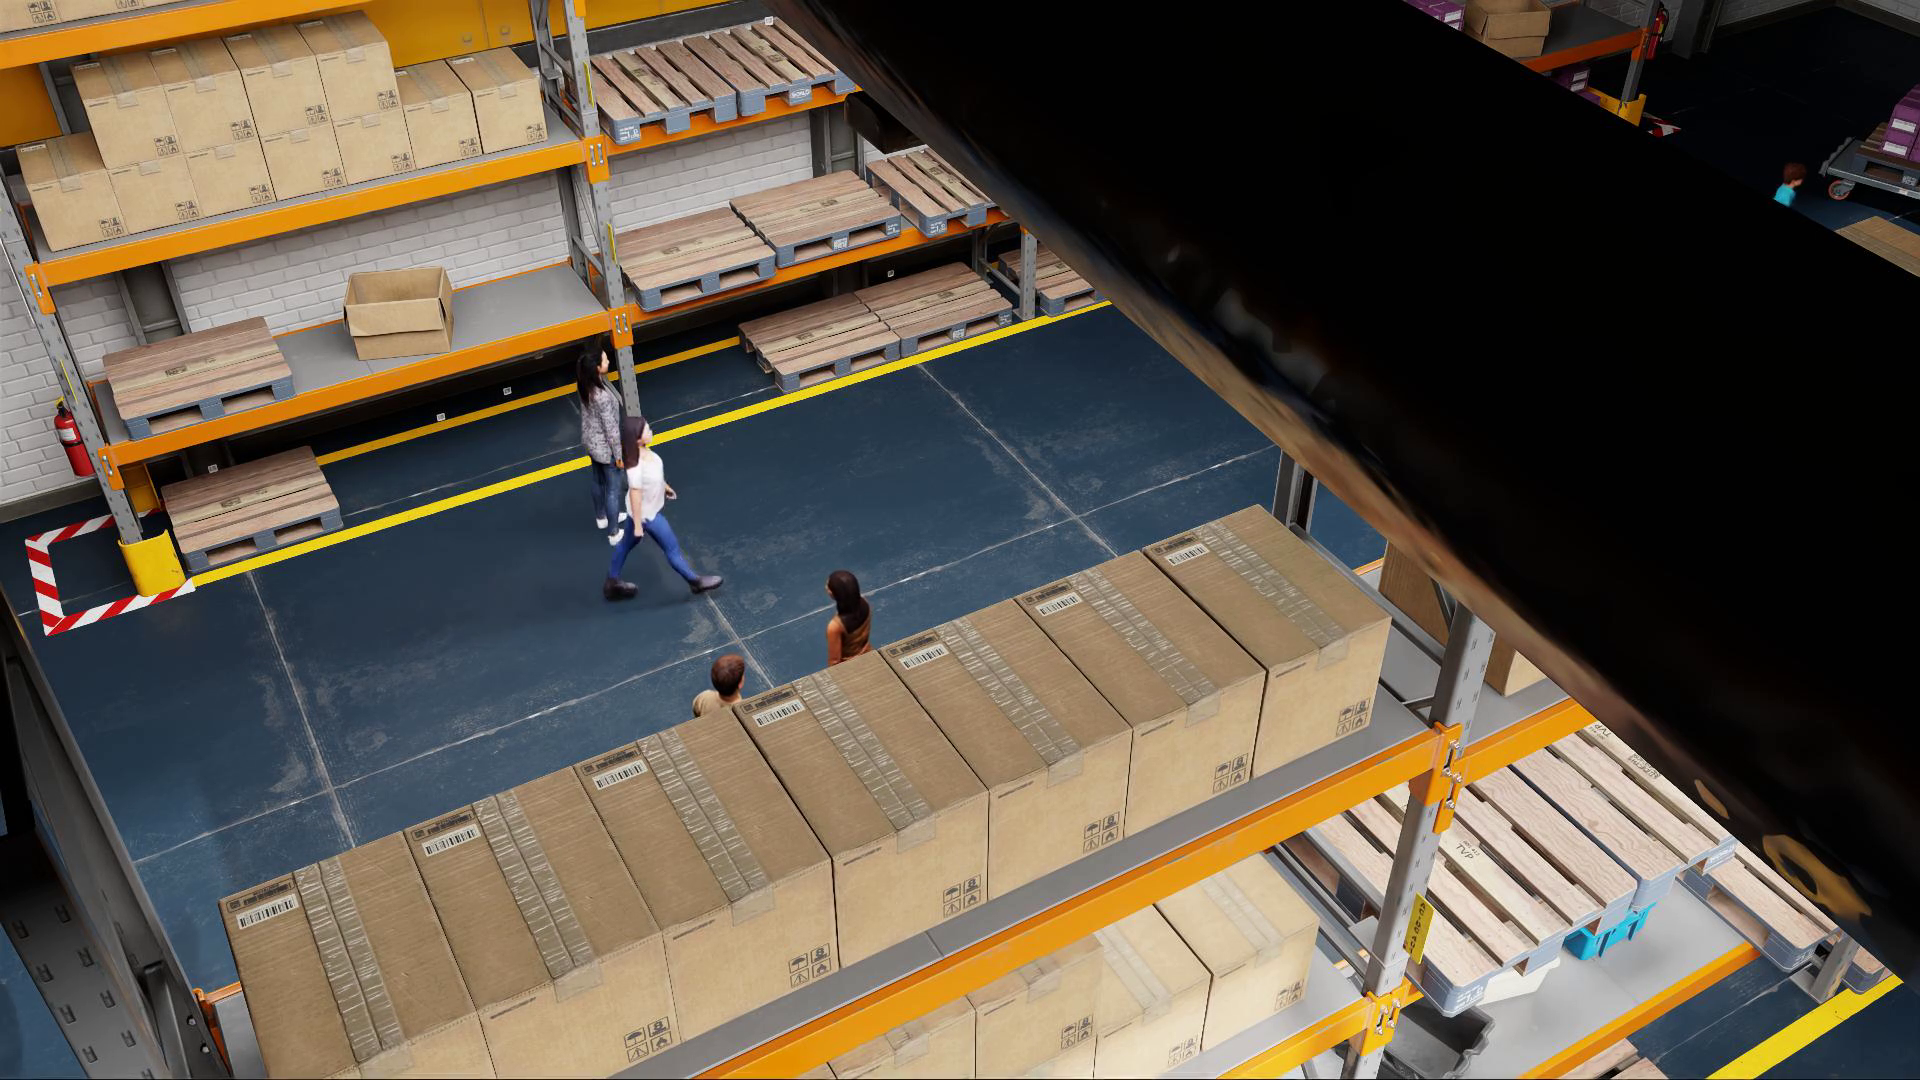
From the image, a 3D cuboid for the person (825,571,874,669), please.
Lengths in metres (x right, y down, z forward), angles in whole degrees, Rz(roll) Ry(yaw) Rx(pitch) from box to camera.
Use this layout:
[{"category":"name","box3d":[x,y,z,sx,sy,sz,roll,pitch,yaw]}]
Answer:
[{"category":"person","box3d":[-0.702,0.868,10.907,0.706,1.684,0.607,19,43,23]}]

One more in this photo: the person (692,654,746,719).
[{"category":"person","box3d":[-1.341,1.411,10.091,0.747,1.852,0.782,13,40,16]}]

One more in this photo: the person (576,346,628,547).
[{"category":"person","box3d":[-2.779,-0.749,12.893,0.567,1.731,0.628,-27,46,-29]}]

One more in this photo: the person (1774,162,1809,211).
[{"category":"person","box3d":[7.687,-2.928,15.877,1.014,1.412,0.913,6,39,8]}]

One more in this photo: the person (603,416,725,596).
[{"category":"person","box3d":[-2.411,-0.179,12.258,1.214,1.634,0.871,-7,39,-9]}]
